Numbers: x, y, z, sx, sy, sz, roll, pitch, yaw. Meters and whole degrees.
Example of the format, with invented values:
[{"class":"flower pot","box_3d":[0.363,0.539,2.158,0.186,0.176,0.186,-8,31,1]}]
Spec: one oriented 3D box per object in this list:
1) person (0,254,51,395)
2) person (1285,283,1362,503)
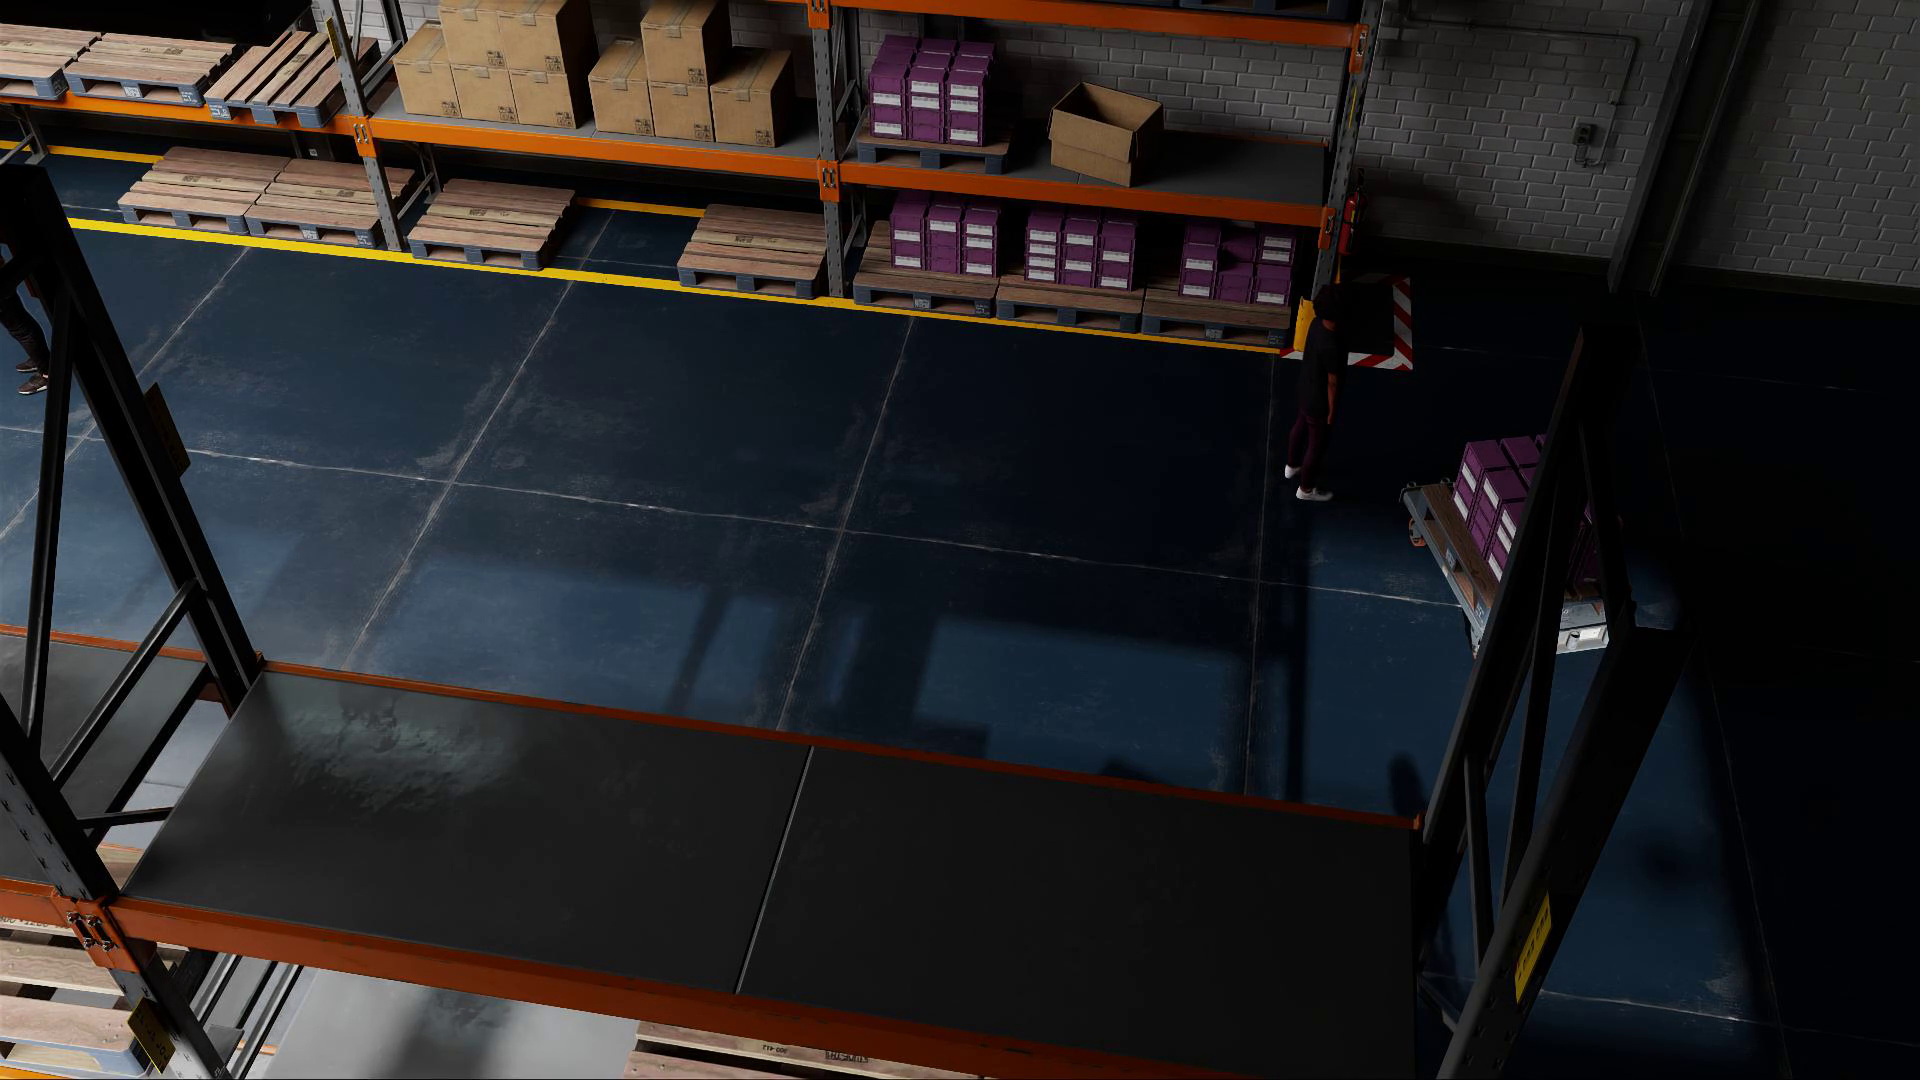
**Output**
[{"class":"person","box_3d":[-7.374,-1.966,12.724,0.760,1.851,0.756,-16,46,-16]},{"class":"person","box_3d":[2.563,-1.065,11.827,0.695,1.784,0.698,-8,44,-9]}]
